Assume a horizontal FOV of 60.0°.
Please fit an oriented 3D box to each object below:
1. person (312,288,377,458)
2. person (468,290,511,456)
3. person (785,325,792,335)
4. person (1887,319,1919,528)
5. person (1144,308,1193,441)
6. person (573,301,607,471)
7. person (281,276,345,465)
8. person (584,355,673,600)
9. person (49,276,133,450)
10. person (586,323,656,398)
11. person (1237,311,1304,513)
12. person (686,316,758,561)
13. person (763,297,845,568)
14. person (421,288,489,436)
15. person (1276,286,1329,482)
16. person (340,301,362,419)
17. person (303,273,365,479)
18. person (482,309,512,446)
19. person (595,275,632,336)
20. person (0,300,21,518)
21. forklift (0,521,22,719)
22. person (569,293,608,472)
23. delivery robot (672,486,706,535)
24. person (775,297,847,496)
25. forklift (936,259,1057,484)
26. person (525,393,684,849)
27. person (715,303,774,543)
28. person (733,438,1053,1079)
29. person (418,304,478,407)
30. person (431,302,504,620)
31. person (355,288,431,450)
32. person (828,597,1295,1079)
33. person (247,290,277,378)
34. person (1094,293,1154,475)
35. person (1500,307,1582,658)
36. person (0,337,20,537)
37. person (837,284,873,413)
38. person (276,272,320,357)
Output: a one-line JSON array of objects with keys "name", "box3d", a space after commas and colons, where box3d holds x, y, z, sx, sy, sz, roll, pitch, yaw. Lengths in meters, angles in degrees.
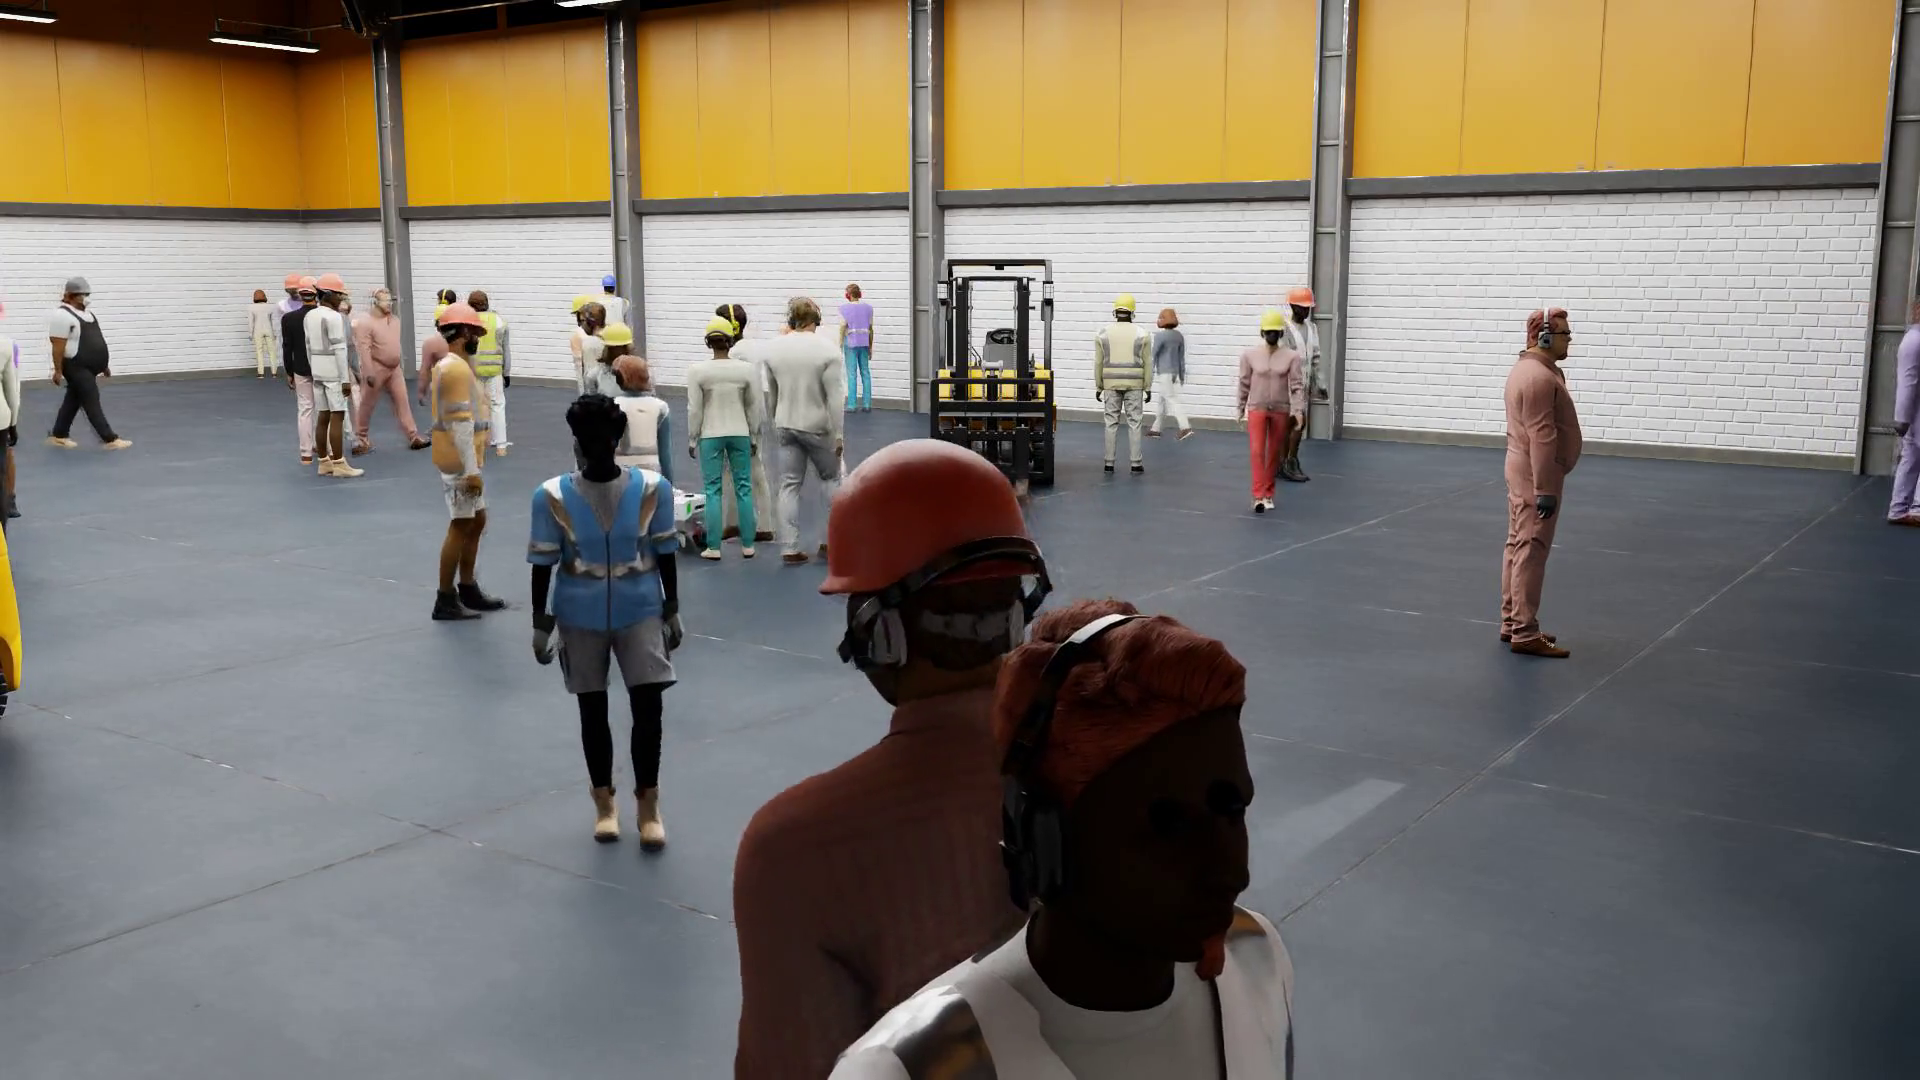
[{"name": "person", "box3d": [-6.766, -1.836, 18.231, 0.974, 1.891, 0.640, 2, 10, 12]}, {"name": "person", "box3d": [-5.276, -1.830, 18.359, 0.634, 1.839, 0.429, -5, 11, -28]}, {"name": "person", "box3d": [-2.113, -2.361, 22.091, 0.924, 1.647, 0.537, 5, 11, 29]}, {"name": "person", "box3d": [7.822, -1.011, 13.339, 0.621, 1.891, 0.653, 7, 12, 38]}, {"name": "person", "box3d": [2.543, -2.006, 20.136, 0.839, 1.593, 0.502, 9, 13, 44]}, {"name": "person", "box3d": [-3.083, -1.100, 14.063, 0.677, 1.817, 0.551, 4, 10, 24]}, {"name": "person", "box3d": [-6.850, -1.790, 17.659, 0.612, 1.995, 0.379, -2, 10, -13]}, {"name": "person", "box3d": [-1.999, -0.328, 10.141, 0.853, 1.592, 0.524, 9, 13, 42]}, {"name": "person", "box3d": [-10.054, -2.039, 19.009, 1.024, 2.000, 0.710, 0, 10, -2]}, {"name": "person", "box3d": [-2.402, -0.669, 11.792, 0.508, 1.705, 0.825, -1, 10, -6]}, {"name": "person", "box3d": [2.657, -1.079, 14.197, 0.551, 1.721, 0.870, 1, 10, 3]}, {"name": "person", "box3d": [-1.720, -0.732, 12.054, 0.526, 1.762, 0.335, -4, 10, -21]}, {"name": "person", "box3d": [-1.082, -0.770, 11.866, 0.650, 1.897, 0.708, 4, 10, 20]}, {"name": "person", "box3d": [-6.186, -2.179, 20.477, 0.933, 1.832, 0.518, 3, 10, 16]}, {"name": "person", "box3d": [3.349, -1.520, 16.274, 0.563, 1.909, 0.663, -8, 13, -41]}, {"name": "person", "box3d": [-8.321, -2.431, 22.541, 0.523, 1.636, 0.311, -1, 10, -6]}, {"name": "person", "box3d": [-6.254, -1.629, 16.587, 0.605, 2.035, 0.392, 8, 12, 40]}, {"name": "person", "box3d": [-5.521, -1.863, 19.188, 0.564, 1.620, 0.543, -3, 10, -17]}, {"name": "person", "box3d": [-5.209, -2.979, 24.883, 0.602, 1.948, 0.387, -6, 11, -31]}, {"name": "person", "box3d": [-8.331, -1.153, 14.239, 0.536, 1.892, 0.969, -8, 13, -41]}, {"name": "forklift", "box3d": [-5.296, -0.090, 6.943, 1.214, 2.155, 2.313, 7, 12, 35]}, {"name": "person", "box3d": [-3.407, -1.430, 15.938, 0.929, 1.867, 0.607, 7, 12, 37]}, {"name": "delivery robot", "box3d": [-2.248, -0.236, 12.409, 0.707, 0.478, 0.477, 3, 10, 18]}, {"name": "person", "box3d": [-1.319, -1.248, 14.896, 0.635, 1.854, 1.006, -7, 12, -36]}, {"name": "forklift", "box3d": [0.370, -1.738, 16.759, 1.214, 2.155, 2.313, 1, 10, 3]}, {"name": "person", "box3d": [-1.288, 0.311, 6.062, 0.561, 1.676, 0.544, -2, 10, -12]}, {"name": "person", "box3d": [-1.705, -0.882, 12.735, 0.634, 1.840, 0.580, 4, 10, 22]}, {"name": "person", "box3d": [0.021, 0.863, 1.988, 0.650, 1.952, 0.686, -5, 11, -27]}, {"name": "person", "box3d": [-5.132, -1.479, 16.596, 0.549, 1.714, 0.892, -9, 13, -42]}, {"name": "person", "box3d": [-3.021, -0.453, 10.047, 0.376, 1.909, 0.568, -3, 10, -19]}, {"name": "person", "box3d": [-6.578, -1.941, 18.998, 1.026, 1.850, 0.675, 5, 11, 27]}, {"name": "person", "box3d": [0.115, 0.980, 1.491, 0.340, 1.882, 0.585, 8, 13, 41]}, {"name": "person", "box3d": [-12.894, -3.806, 30.745, 0.501, 1.631, 0.286, -7, 12, -36]}, {"name": "person", "box3d": [1.658, -1.568, 16.821, 0.599, 1.832, 0.404, 2, 10, 11]}, {"name": "person", "box3d": [3.204, -0.322, 9.180, 0.409, 1.909, 0.643, 2, 10, 9]}, {"name": "person", "box3d": [-7.143, -0.840, 12.062, 0.627, 1.975, 0.437, -8, 13, -41]}, {"name": "person", "box3d": [-1.482, -2.722, 23.677, 0.564, 1.836, 0.403, -6, 11, -33]}, {"name": "person", "box3d": [-9.126, -2.712, 23.134, 0.633, 2.009, 0.703, 0, 10, -1]}]
